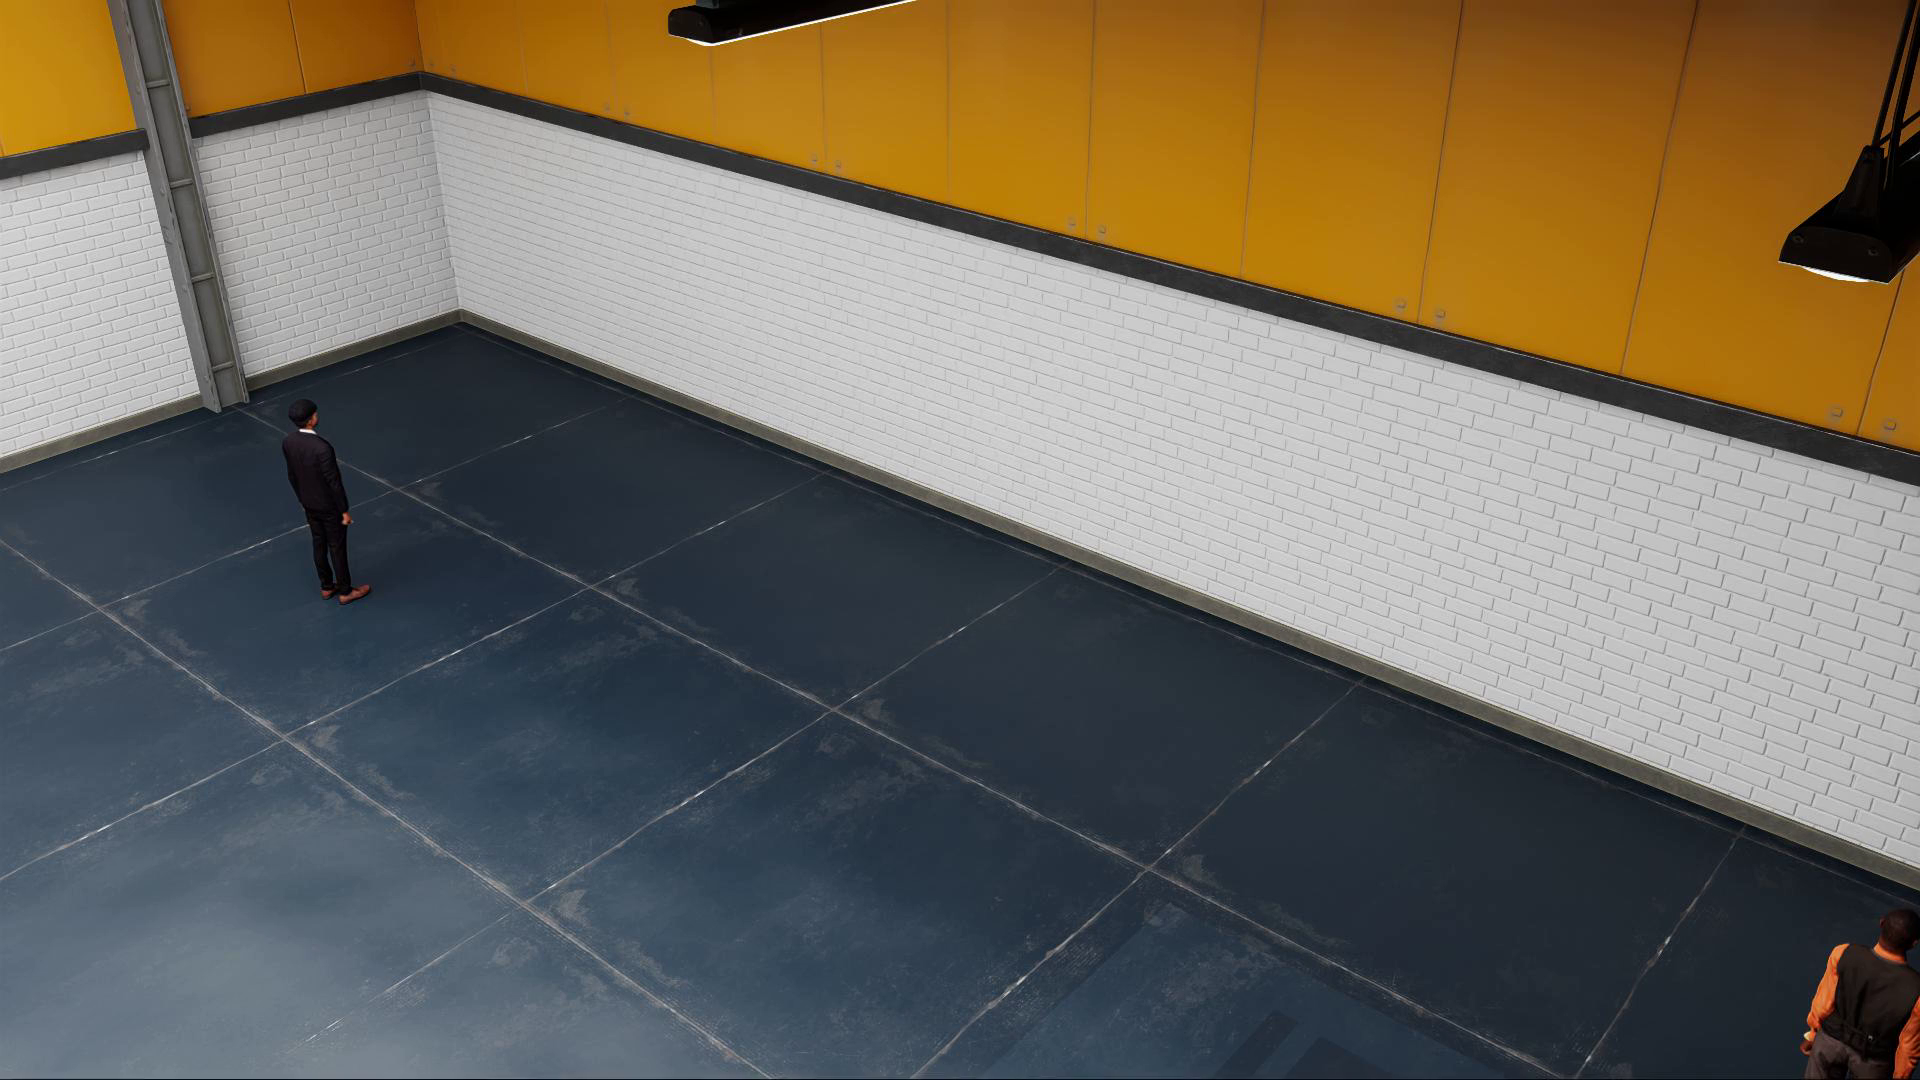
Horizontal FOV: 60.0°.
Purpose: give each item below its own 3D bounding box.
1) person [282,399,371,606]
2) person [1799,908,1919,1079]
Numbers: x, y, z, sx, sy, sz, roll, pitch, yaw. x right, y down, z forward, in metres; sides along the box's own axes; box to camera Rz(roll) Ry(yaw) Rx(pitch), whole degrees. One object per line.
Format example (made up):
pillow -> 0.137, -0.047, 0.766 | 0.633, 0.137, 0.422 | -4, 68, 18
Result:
person -> -5.473, -0.330, 14.241 | 0.750, 1.884, 0.653 | 13, 31, 22
person -> 4.668, 2.691, 8.679 | 0.630, 1.906, 0.715 | -25, 38, -38
